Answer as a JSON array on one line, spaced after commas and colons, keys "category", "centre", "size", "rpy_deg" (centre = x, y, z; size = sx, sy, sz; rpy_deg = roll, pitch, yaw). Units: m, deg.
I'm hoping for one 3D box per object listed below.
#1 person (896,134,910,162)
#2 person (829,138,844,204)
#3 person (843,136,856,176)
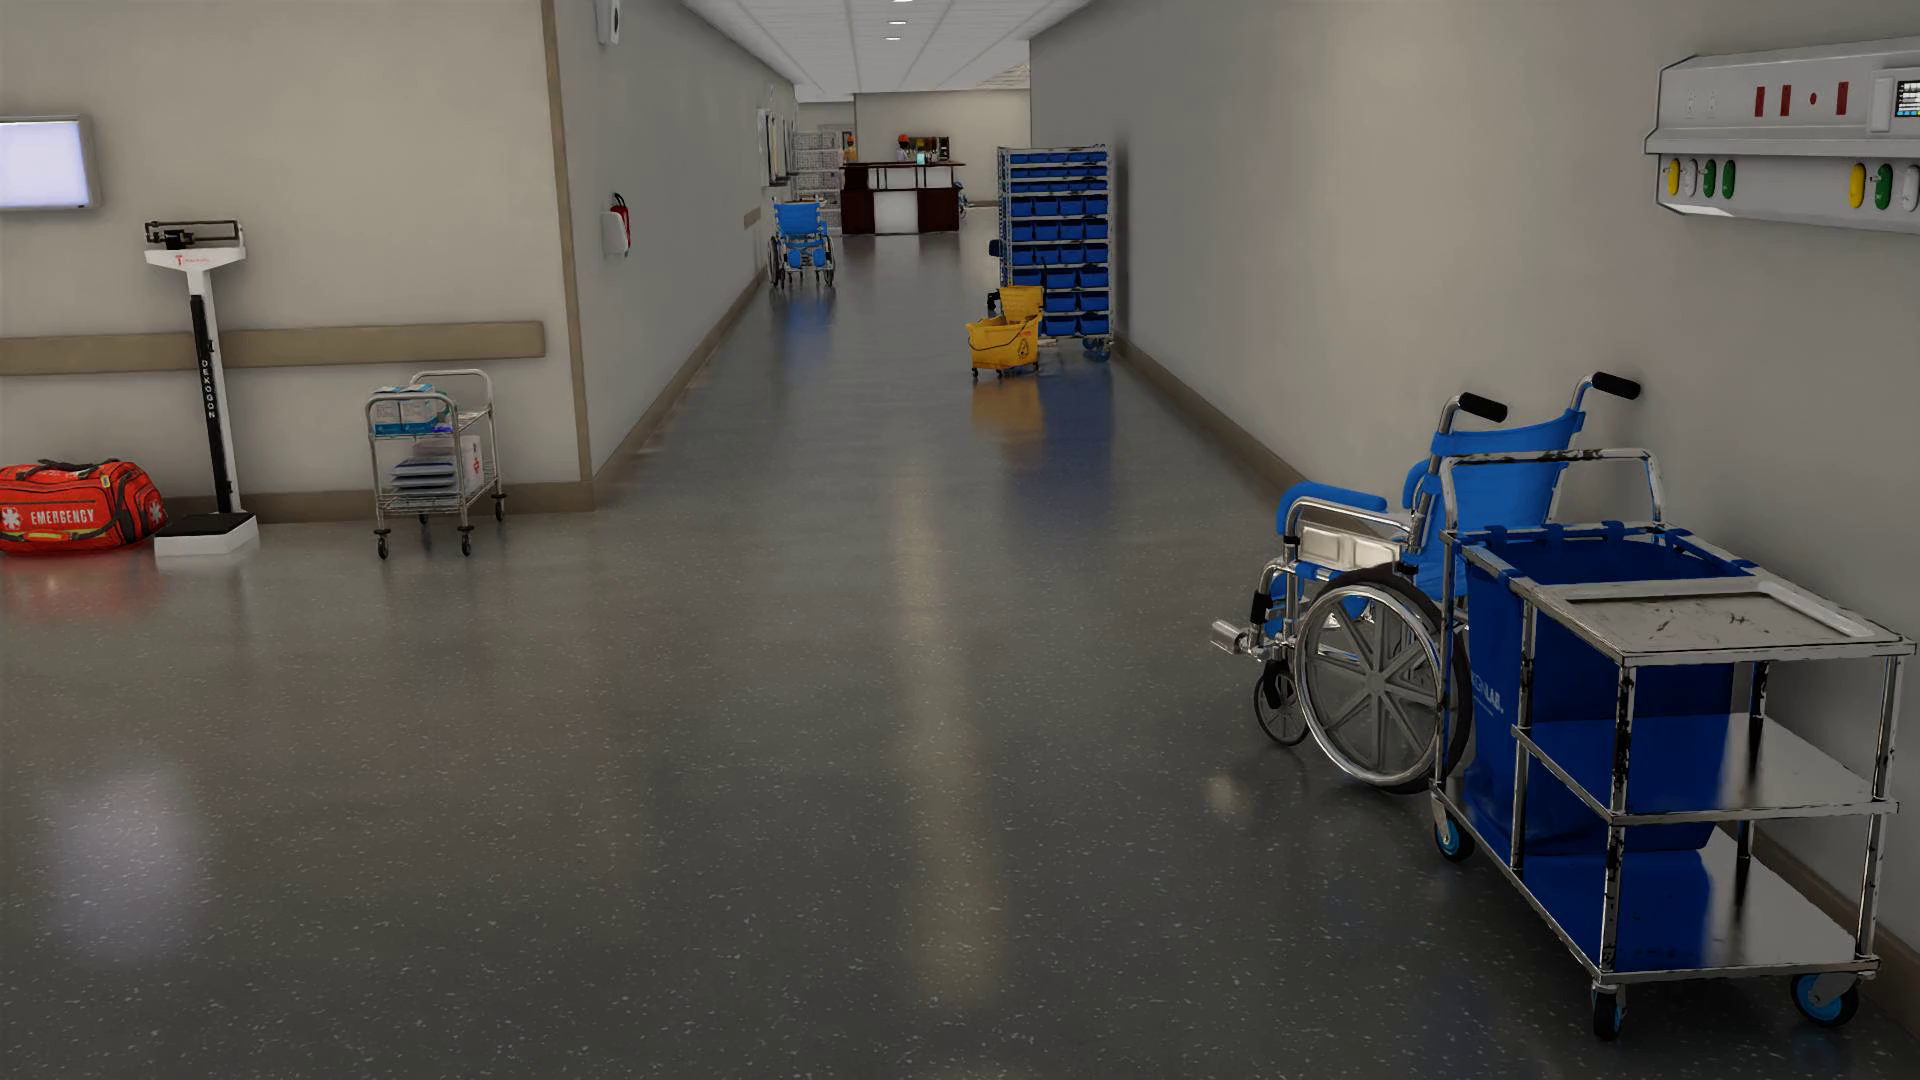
[{"category": "person", "centre": [-1.363, -8.925, 40.638], "size": [0.360, 1.936, 0.552], "rpy_deg": [-1, 14, 5]}, {"category": "person", "centre": [-3.644, -10.830, 48.805], "size": [0.408, 1.906, 0.654], "rpy_deg": [4, 15, 22]}, {"category": "person", "centre": [-3.251, -11.089, 49.759], "size": [0.551, 1.935, 0.375], "rpy_deg": [-8, 15, -26]}]
